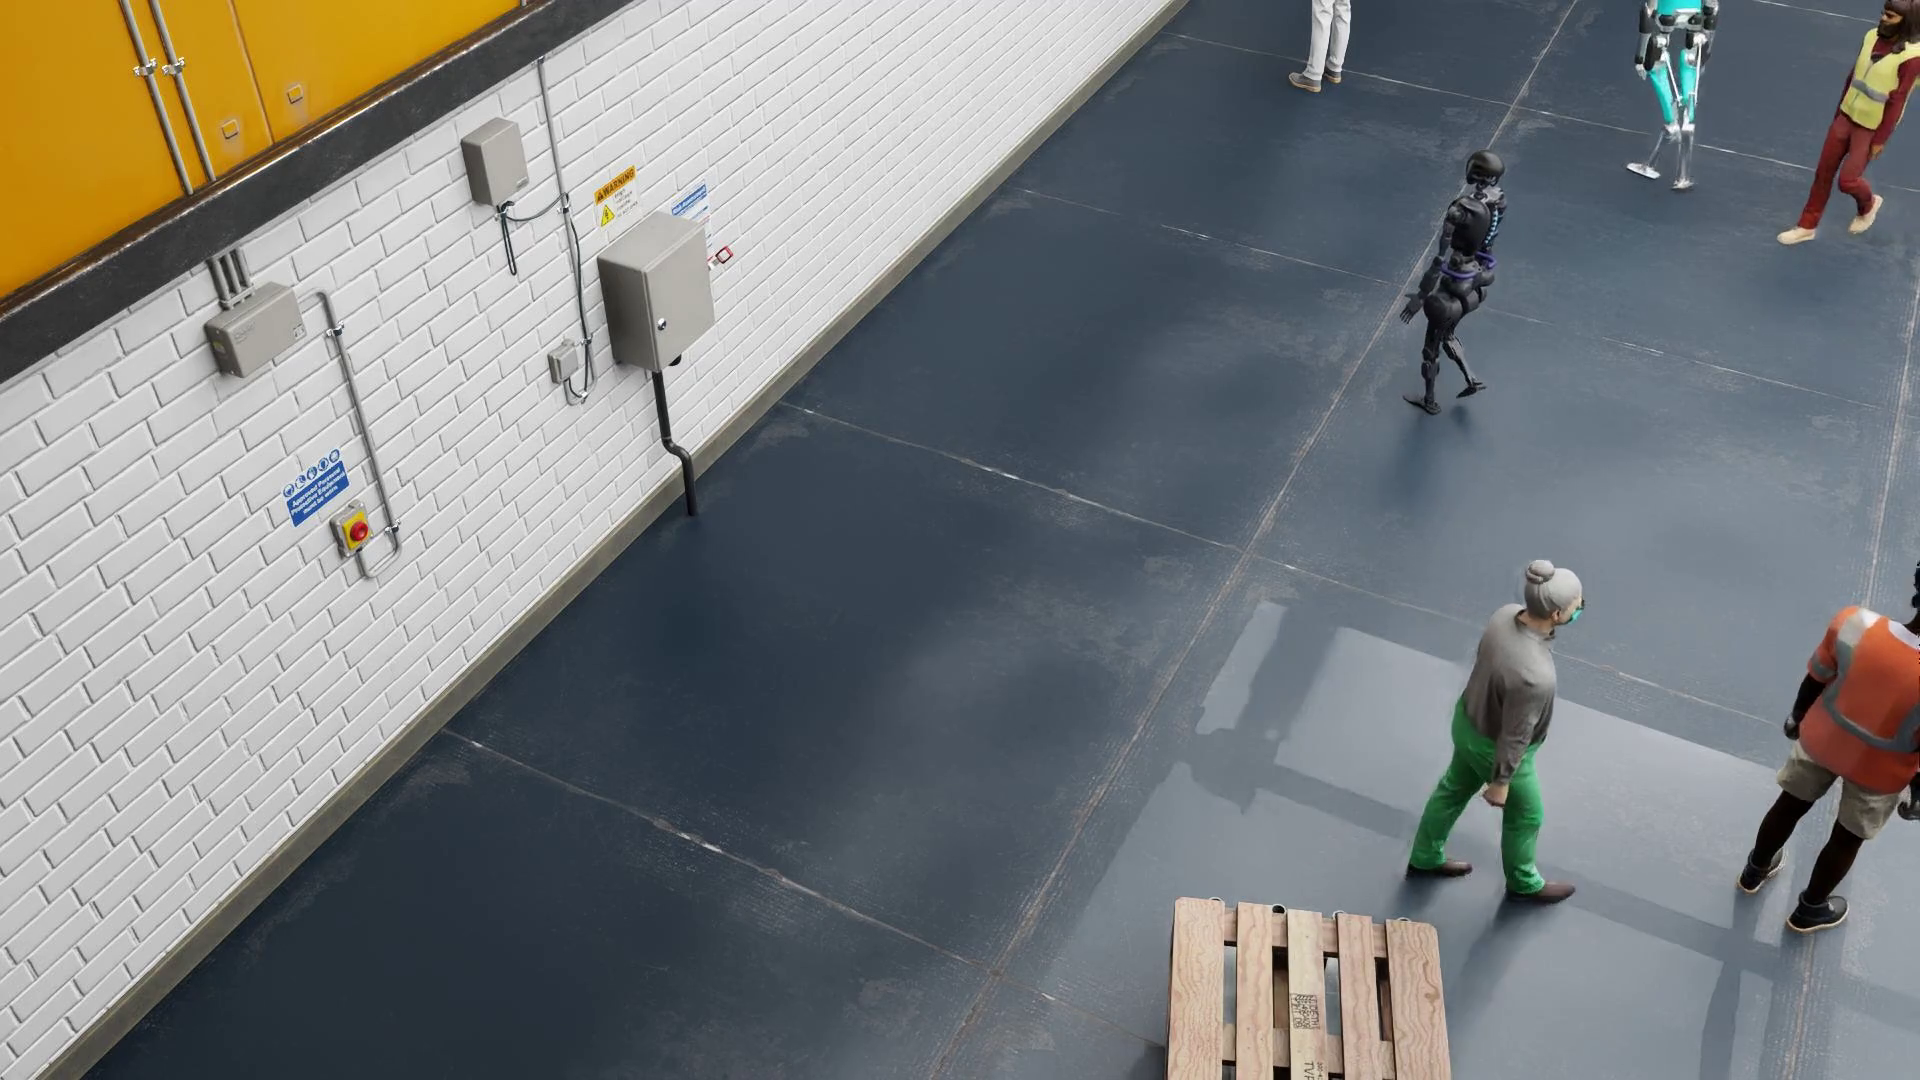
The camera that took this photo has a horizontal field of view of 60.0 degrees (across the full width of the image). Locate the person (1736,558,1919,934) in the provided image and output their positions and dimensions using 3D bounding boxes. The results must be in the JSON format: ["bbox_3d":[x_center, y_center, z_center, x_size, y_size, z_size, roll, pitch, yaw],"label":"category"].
[{"bbox_3d":[3.565,0.832,6.580,0.372,1.959,0.628,-29,49,-29],"label":"person"}]

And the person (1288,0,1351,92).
[{"bbox_3d":[2.846,-4.354,12.652,0.573,1.882,0.356,-27,48,-28],"label":"person"}]

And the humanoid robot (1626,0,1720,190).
[{"bbox_3d":[4.993,-3.259,11.496,0.619,1.780,0.841,1,41,1],"label":"humanoid robot"}]

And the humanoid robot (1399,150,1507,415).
[{"bbox_3d":[2.832,-1.411,9.401,0.600,1.647,0.458,-28,48,-28],"label":"humanoid robot"}]

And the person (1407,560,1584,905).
[{"bbox_3d":[2.317,0.783,6.737,0.753,1.819,0.531,-2,41,-2],"label":"person"}]

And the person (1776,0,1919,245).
[{"bbox_3d":[5.912,-2.720,10.854,0.578,1.752,0.485,-14,43,-15],"label":"person"}]
